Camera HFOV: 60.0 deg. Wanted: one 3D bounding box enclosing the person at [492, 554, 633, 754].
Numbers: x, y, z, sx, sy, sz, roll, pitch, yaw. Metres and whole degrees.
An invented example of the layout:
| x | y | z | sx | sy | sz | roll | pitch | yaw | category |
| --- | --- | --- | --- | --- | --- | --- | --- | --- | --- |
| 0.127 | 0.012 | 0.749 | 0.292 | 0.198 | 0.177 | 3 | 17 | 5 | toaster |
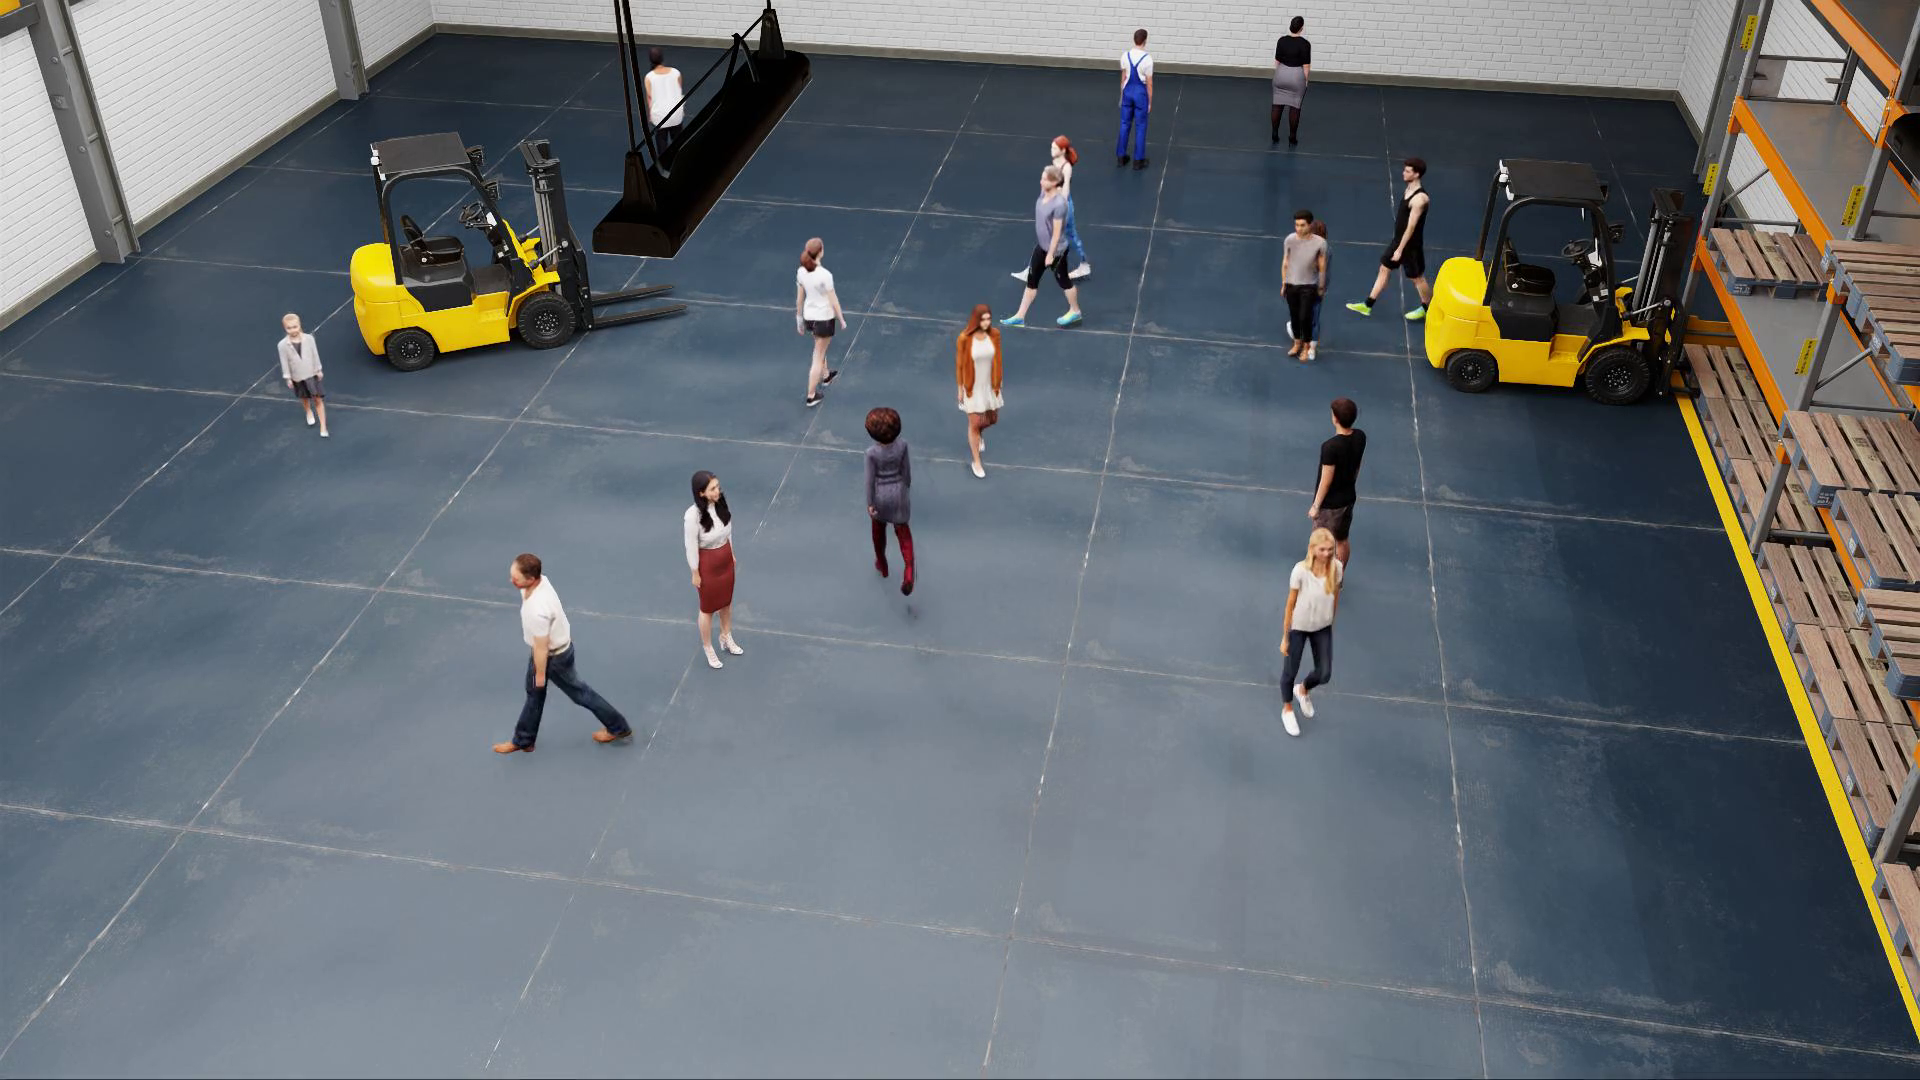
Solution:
| x | y | z | sx | sy | sz | roll | pitch | yaw | category |
| --- | --- | --- | --- | --- | --- | --- | --- | --- | --- |
| -2.845 | 0.852 | 12.077 | 1.104 | 1.793 | 1.298 | -7 | 34 | -10 | person |

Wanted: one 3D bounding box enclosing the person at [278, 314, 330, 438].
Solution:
| x | y | z | sx | sy | sz | roll | pitch | yaw | category |
| --- | --- | --- | --- | --- | --- | --- | --- | --- | --- |
| -6.456 | -1.650 | 16.340 | 0.798 | 1.242 | 0.952 | -13 | 36 | -18 | person |

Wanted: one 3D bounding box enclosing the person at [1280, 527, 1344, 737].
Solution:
| x | y | z | sx | sy | sz | roll | pitch | yaw | category |
| --- | --- | --- | --- | --- | --- | --- | --- | --- | --- |
| 2.547 | 0.629 | 12.405 | 0.709 | 1.801 | 0.749 | -6 | 34 | -8 | person |

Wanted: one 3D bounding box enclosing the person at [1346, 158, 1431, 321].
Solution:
| x | y | z | sx | sy | sz | roll | pitch | yaw | category |
| --- | --- | --- | --- | --- | --- | --- | --- | --- | --- |
| 4.976 | -3.226 | 18.172 | 0.965 | 1.837 | 1.200 | -3 | 34 | -5 | person |

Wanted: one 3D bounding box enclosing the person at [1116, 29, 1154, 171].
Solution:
| x | y | z | sx | sy | sz | roll | pitch | yaw | category |
| --- | --- | --- | --- | --- | --- | --- | --- | --- | --- |
| 2.328 | -5.880 | 22.154 | 0.680 | 1.850 | 0.655 | 17 | 37 | 23 | person |

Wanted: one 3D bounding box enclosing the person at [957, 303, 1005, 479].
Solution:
| x | y | z | sx | sy | sz | roll | pitch | yaw | category |
| --- | --- | --- | --- | --- | --- | --- | --- | --- | --- |
| 0.170 | -1.477 | 15.660 | 0.841 | 1.706 | 0.972 | -10 | 35 | -15 | person |

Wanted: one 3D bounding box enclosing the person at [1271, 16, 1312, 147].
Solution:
| x | y | z | sx | sy | sz | roll | pitch | yaw | category |
| --- | --- | --- | --- | --- | --- | --- | --- | --- | --- |
| 4.546 | -6.328 | 22.911 | 0.759 | 1.758 | 0.751 | 19 | 38 | 26 | person |

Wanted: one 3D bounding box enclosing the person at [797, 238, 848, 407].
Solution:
| x | y | z | sx | sy | sz | roll | pitch | yaw | category |
| --- | --- | --- | --- | --- | --- | --- | --- | --- | --- |
| -1.464 | -2.141 | 16.641 | 0.785 | 1.726 | 0.995 | 20 | 39 | 27 | person |

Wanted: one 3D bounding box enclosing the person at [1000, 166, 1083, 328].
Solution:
| x | y | z | sx | sy | sz | roll | pitch | yaw | category |
| --- | --- | --- | --- | --- | --- | --- | --- | --- | --- |
| 1.073 | -3.146 | 18.053 | 1.184 | 1.836 | 1.237 | -14 | 36 | -20 | person |

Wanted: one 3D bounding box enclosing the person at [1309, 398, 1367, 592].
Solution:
| x | y | z | sx | sy | sz | roll | pitch | yaw | category |
| --- | --- | --- | --- | --- | --- | --- | --- | --- | --- |
| 3.117 | -0.340 | 13.809 | 0.736 | 1.861 | 0.824 | -26 | 41 | -33 | person |

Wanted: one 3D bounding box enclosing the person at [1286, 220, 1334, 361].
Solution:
| x | y | z | sx | sy | sz | roll | pitch | yaw | category |
| --- | --- | --- | --- | --- | --- | --- | --- | --- | --- |
| 3.729 | -2.606 | 17.600 | 0.795 | 1.438 | 1.026 | -7 | 34 | -10 | person |

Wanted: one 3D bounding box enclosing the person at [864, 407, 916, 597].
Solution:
| x | y | z | sx | sy | sz | roll | pitch | yaw | category |
| --- | --- | --- | --- | --- | --- | --- | --- | --- | --- |
| -0.561 | -0.294 | 13.897 | 0.898 | 1.687 | 1.108 | -11 | 35 | -16 | person |

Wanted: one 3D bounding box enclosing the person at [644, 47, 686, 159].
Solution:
| x | y | z | sx | sy | sz | roll | pitch | yaw | category |
| --- | --- | --- | --- | --- | --- | --- | --- | --- | --- |
| -3.897 | -5.671 | 21.984 | 0.764 | 1.689 | 0.795 | -14 | 36 | -20 | person |

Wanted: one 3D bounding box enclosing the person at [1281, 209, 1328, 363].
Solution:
| x | y | z | sx | sy | sz | roll | pitch | yaw | category |
| --- | --- | --- | --- | --- | --- | --- | --- | --- | --- |
| 3.650 | -2.725 | 17.546 | 0.732 | 1.696 | 0.764 | 17 | 37 | 24 | person |

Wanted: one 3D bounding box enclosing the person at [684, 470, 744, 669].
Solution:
| x | y | z | sx | sy | sz | roll | pitch | yaw | category |
| --- | --- | --- | --- | --- | --- | --- | --- | --- | --- |
| -1.932 | 0.218 | 13.069 | 0.738 | 1.750 | 0.616 | 25 | 41 | 32 | person |

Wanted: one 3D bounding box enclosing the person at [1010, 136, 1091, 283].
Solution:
| x | y | z | sx | sy | sz | roll | pitch | yaw | category |
| --- | --- | --- | --- | --- | --- | --- | --- | --- | --- |
| 1.240 | -3.745 | 19.055 | 1.121 | 1.724 | 1.207 | -14 | 36 | -20 | person |
